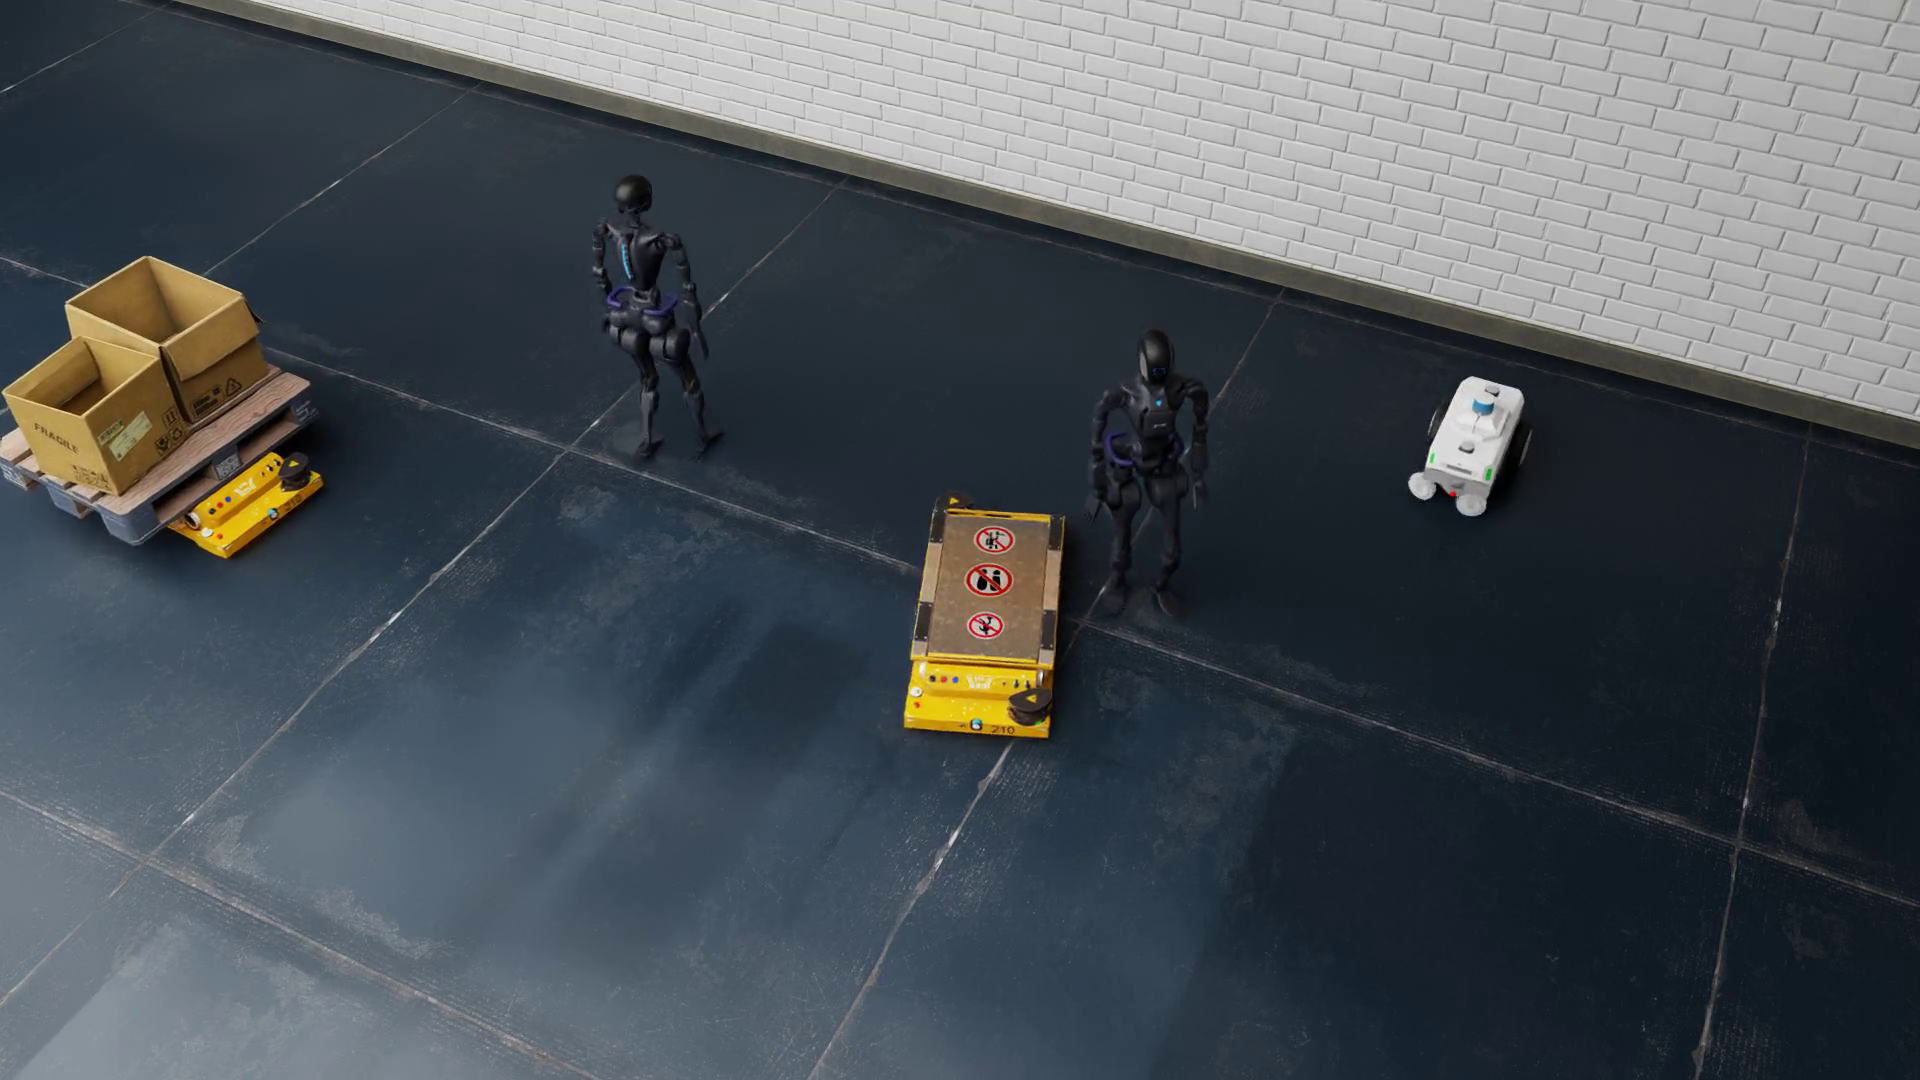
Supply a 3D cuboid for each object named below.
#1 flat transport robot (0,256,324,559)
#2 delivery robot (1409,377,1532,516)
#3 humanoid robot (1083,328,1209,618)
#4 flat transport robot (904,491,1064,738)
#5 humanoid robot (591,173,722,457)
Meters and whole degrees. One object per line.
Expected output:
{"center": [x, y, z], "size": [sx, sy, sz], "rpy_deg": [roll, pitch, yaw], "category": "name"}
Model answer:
{"center": [-4.090, -0.399, 8.686], "size": [1.431, 0.231, 0.659], "rpy_deg": [22, 47, 22], "category": "flat transport robot"}
{"center": [2.652, -0.518, 8.606], "size": [0.517, 0.598, 0.769], "rpy_deg": [19, 46, 19], "category": "delivery robot"}
{"center": [0.848, -0.299, 7.545], "size": [0.588, 1.639, 0.351], "rpy_deg": [-9, 44, -9], "category": "humanoid robot"}
{"center": [0.139, 0.326, 7.903], "size": [0.659, 0.231, 1.431], "rpy_deg": [4, 43, 4], "category": "flat transport robot"}
{"center": [-1.577, -1.144, 8.460], "size": [0.603, 1.652, 0.468], "rpy_deg": [14, 45, 14], "category": "humanoid robot"}
